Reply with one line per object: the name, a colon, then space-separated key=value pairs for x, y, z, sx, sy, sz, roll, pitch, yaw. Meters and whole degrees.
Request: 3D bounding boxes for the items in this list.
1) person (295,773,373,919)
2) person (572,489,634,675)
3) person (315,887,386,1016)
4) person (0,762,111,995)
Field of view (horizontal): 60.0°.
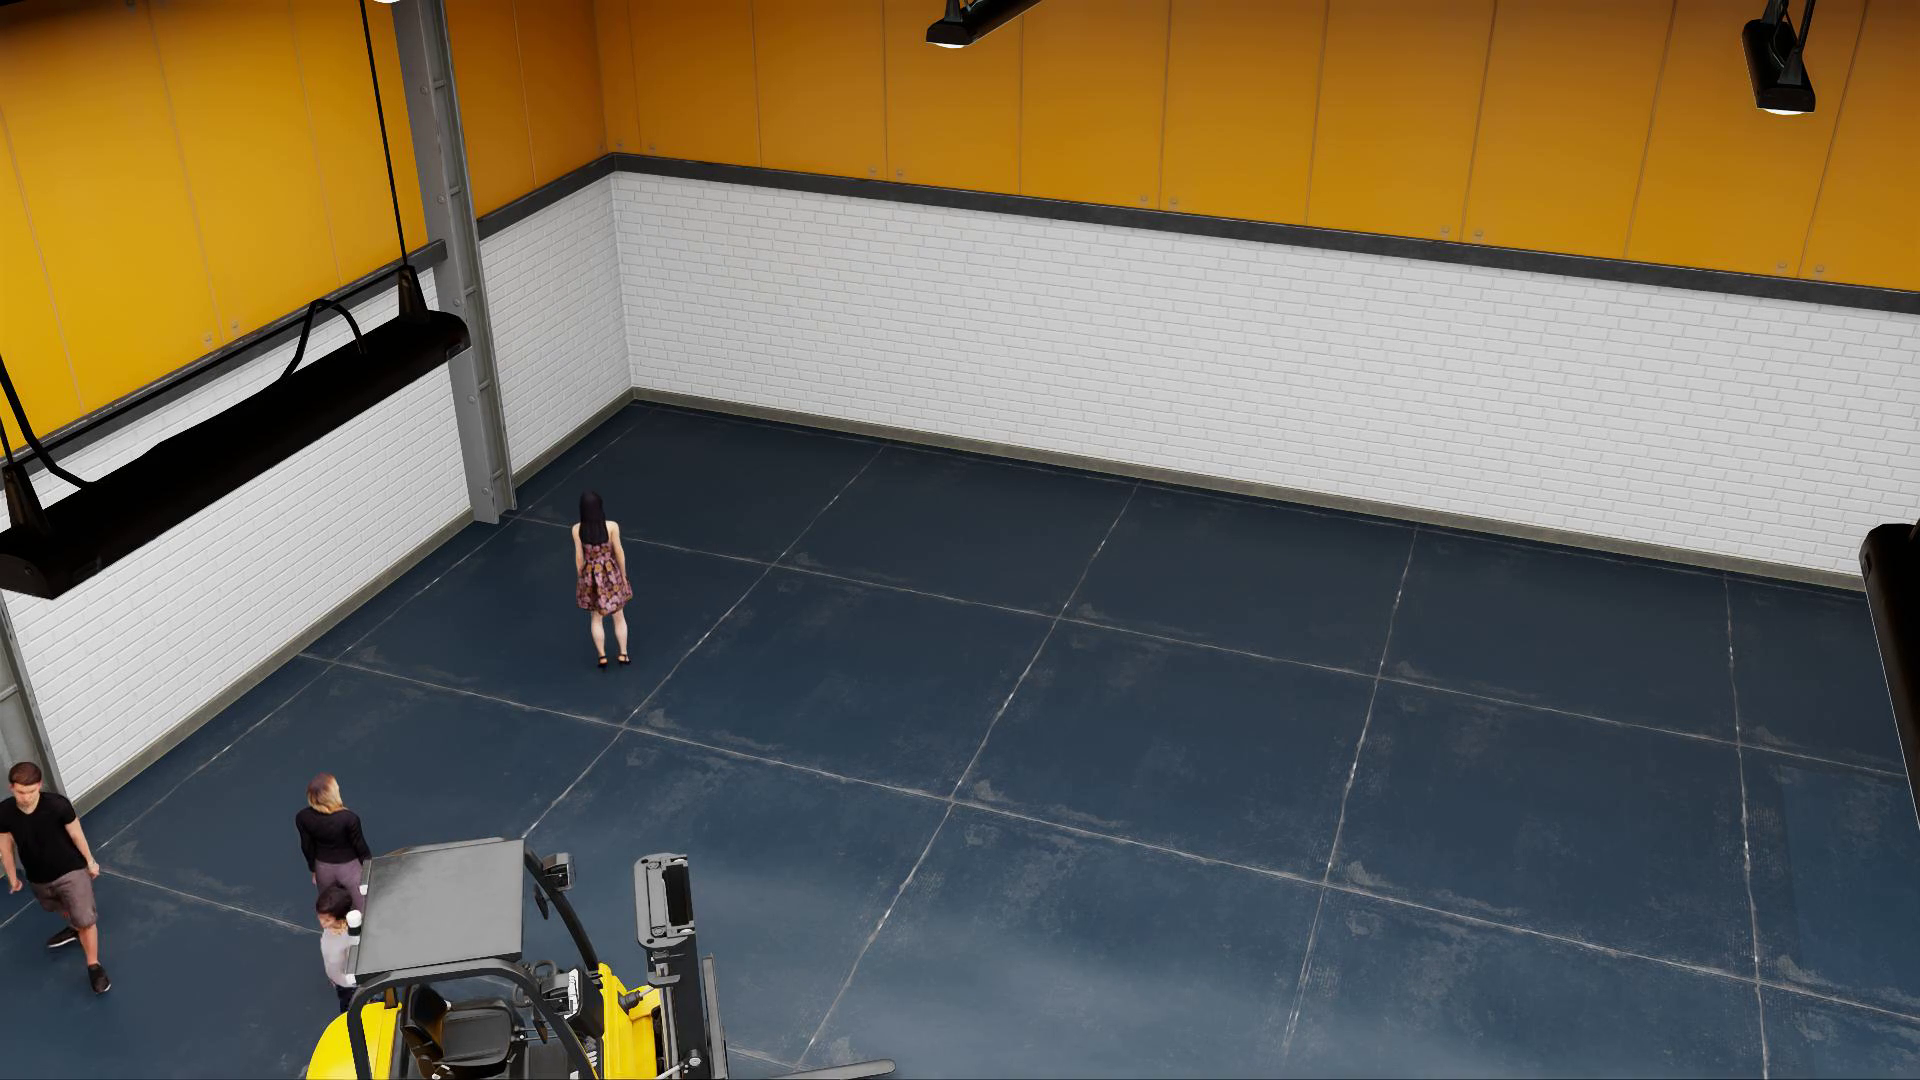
person: x=-4.192 y=2.284 z=11.261 sx=0.665 sy=1.670 sz=0.641 roll=1 pitch=29 yaw=2
person: x=-3.161 y=0.359 z=14.681 sx=0.794 sy=1.774 sz=0.833 roll=-5 pitch=29 yaw=-9
person: x=-3.773 y=2.764 z=10.527 sx=0.967 sy=1.530 sz=0.828 roll=-20 pitch=35 yaw=-33
person: x=-6.118 y=2.192 z=11.268 sx=1.006 sy=1.825 sz=1.109 roll=-1 pitch=29 yaw=-3
